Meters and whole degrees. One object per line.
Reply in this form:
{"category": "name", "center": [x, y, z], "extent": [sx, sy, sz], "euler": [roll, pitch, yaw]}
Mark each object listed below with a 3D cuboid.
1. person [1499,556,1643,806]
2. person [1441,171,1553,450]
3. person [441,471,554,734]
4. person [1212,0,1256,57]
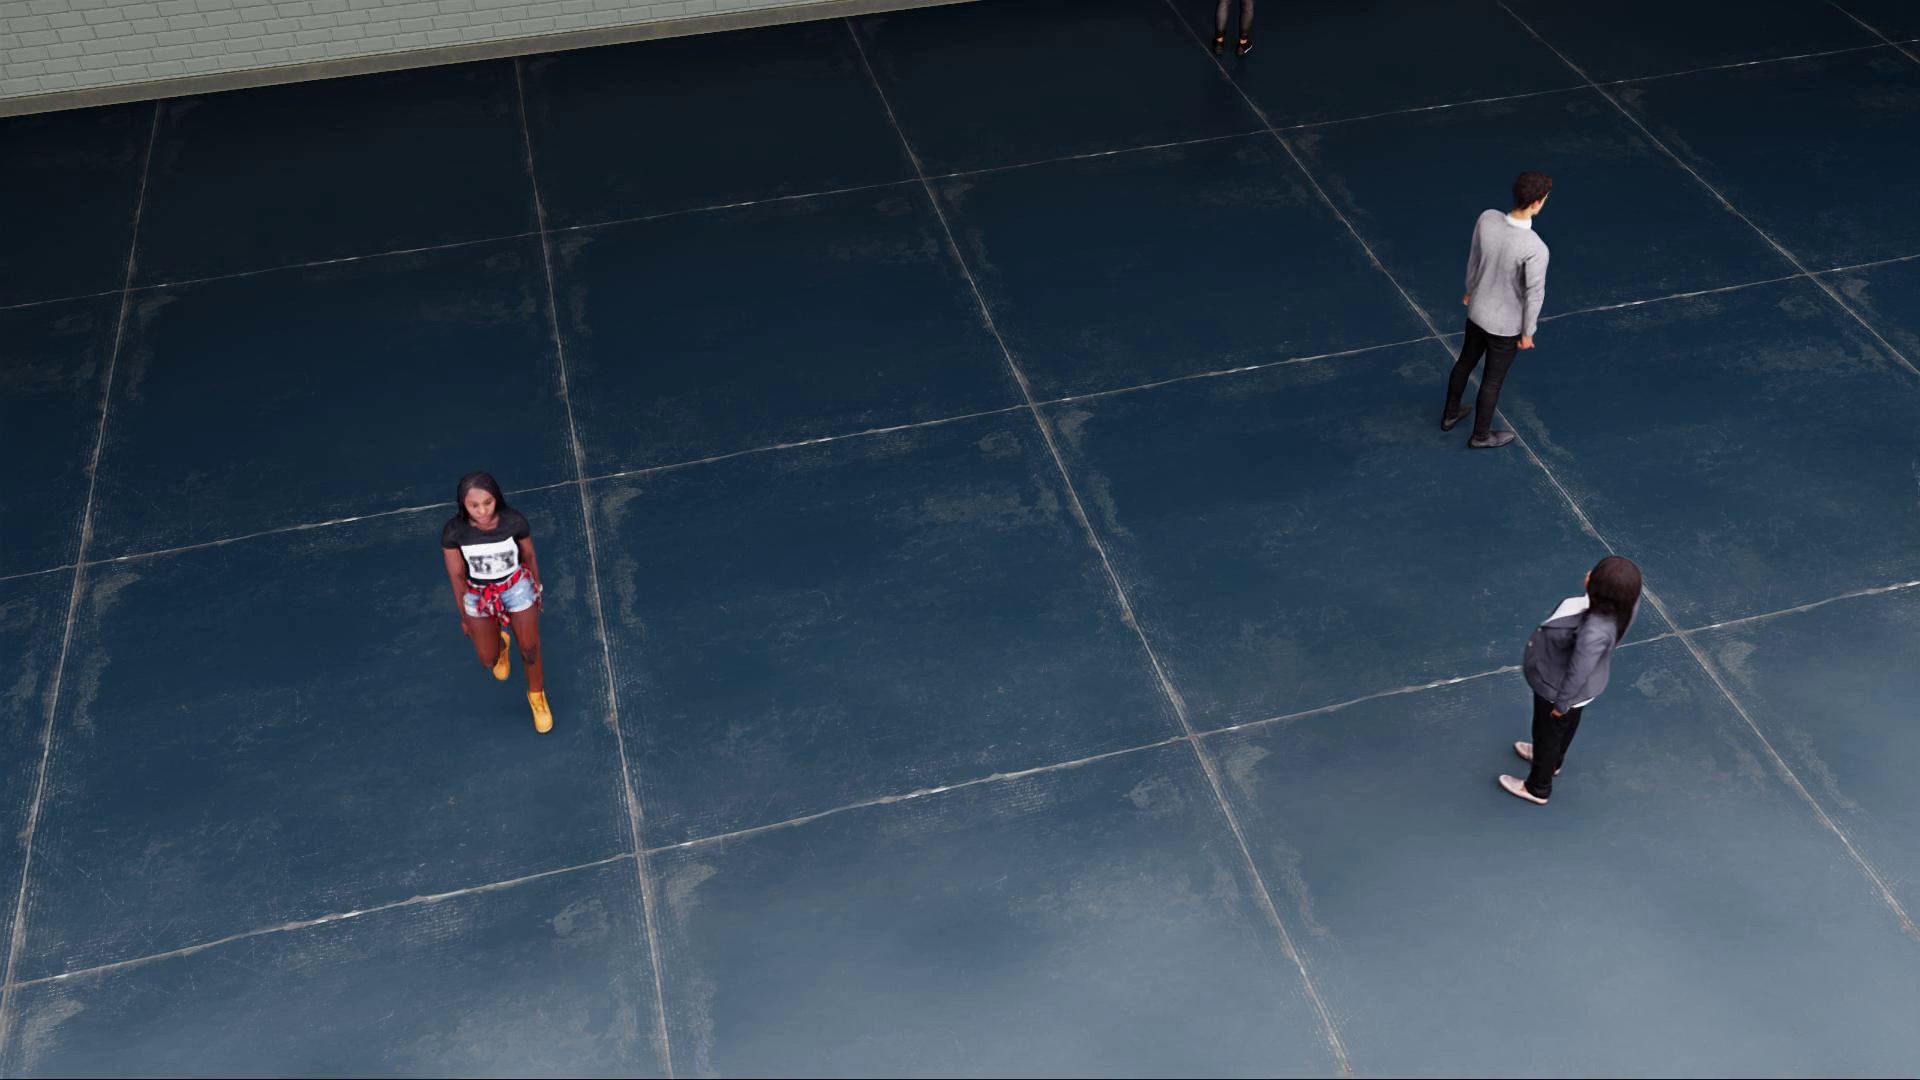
{"category": "person", "center": [3.055, 0.685, 8.284], "extent": [0.841, 1.595, 0.794], "euler": [27, 50, 26]}
{"category": "person", "center": [3.317, -1.410, 10.289], "extent": [0.864, 1.921, 0.676], "euler": [-22, 47, -22]}
{"category": "person", "center": [-2.400, 0.266, 8.649], "extent": [0.622, 1.710, 0.805], "euler": [-12, 44, -13]}
{"category": "person", "center": [2.405, -5.021, 14.302], "extent": [0.704, 1.722, 0.704], "euler": [10, 44, 11]}
